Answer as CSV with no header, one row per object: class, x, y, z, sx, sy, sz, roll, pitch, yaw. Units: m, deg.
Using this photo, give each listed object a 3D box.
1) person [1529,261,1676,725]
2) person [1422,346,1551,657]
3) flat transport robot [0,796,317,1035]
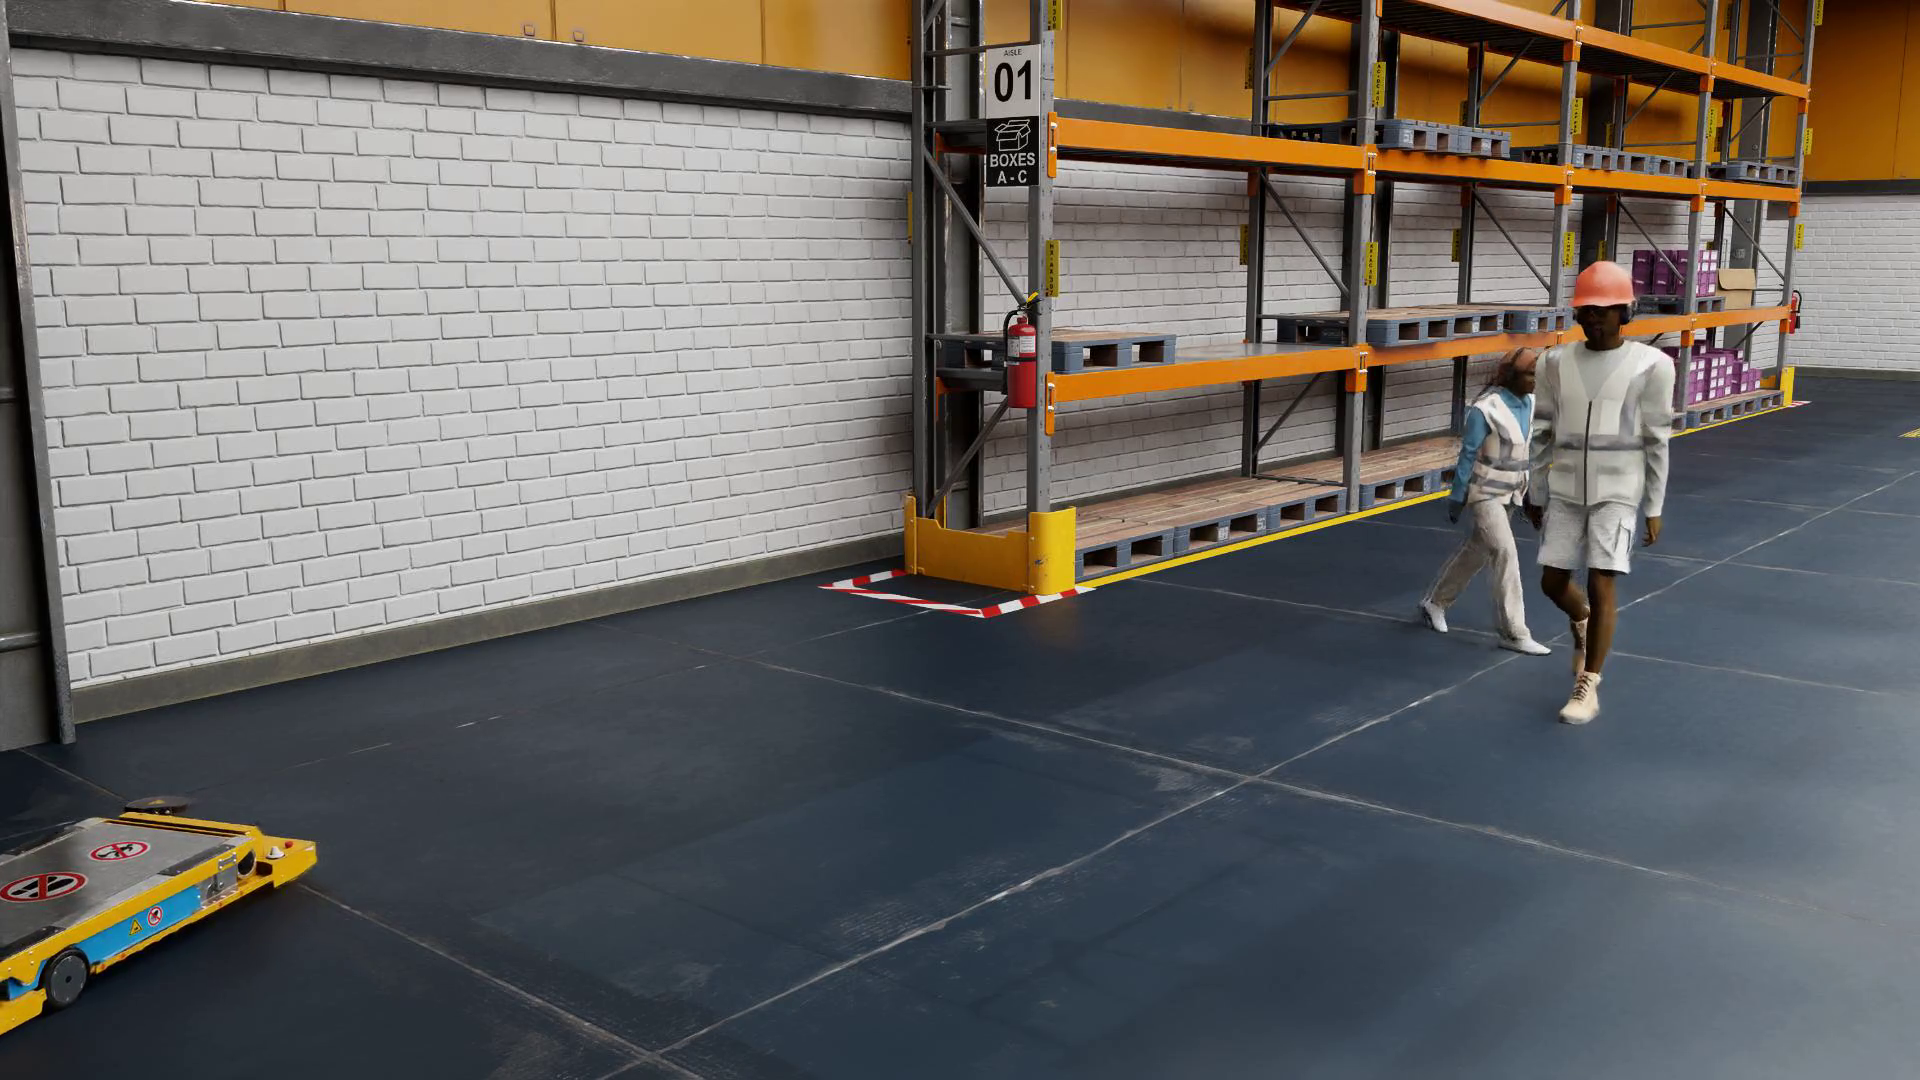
person,2.848,-0.222,7.413,0.610,2.027,0.692,8,13,38
person,2.756,-0.235,8.726,0.512,1.582,0.859,-7,12,-34
flat transport robot,-2.652,1.087,4.930,0.652,0.197,1.431,3,10,16
